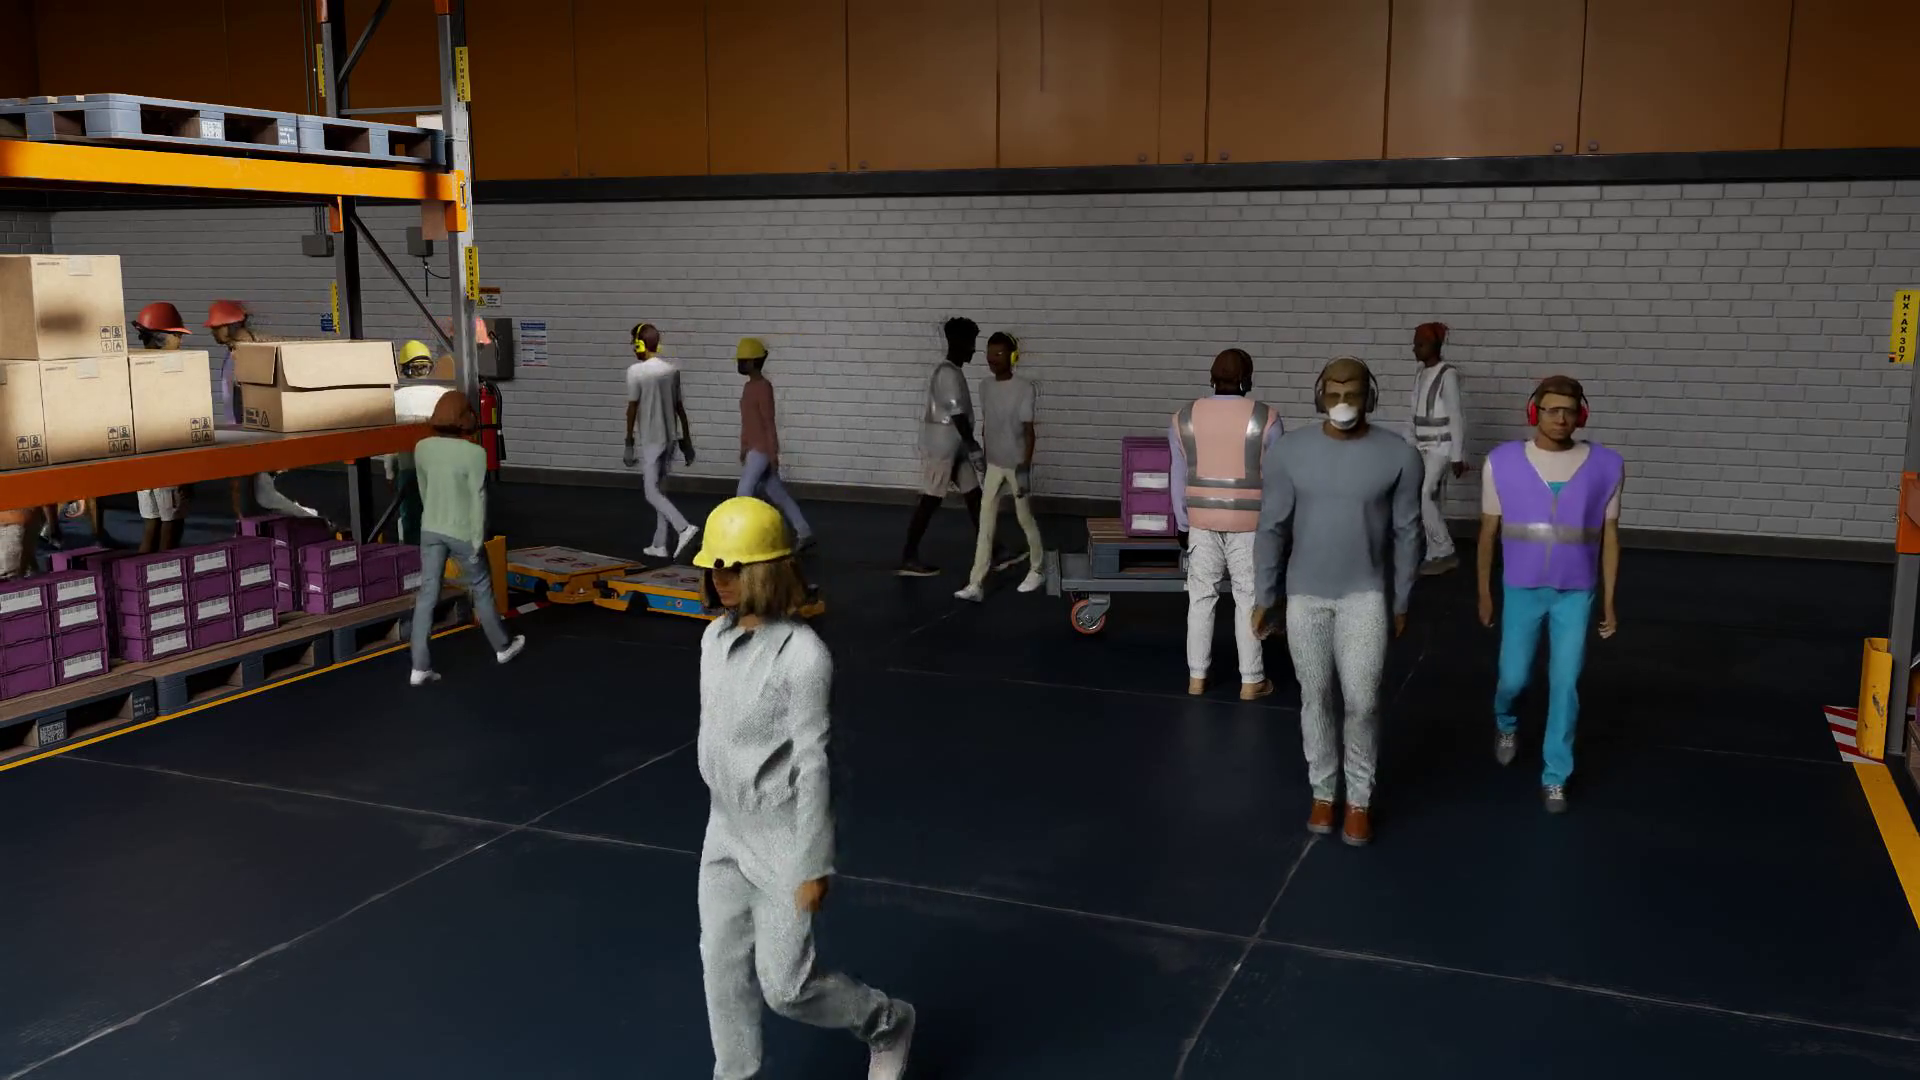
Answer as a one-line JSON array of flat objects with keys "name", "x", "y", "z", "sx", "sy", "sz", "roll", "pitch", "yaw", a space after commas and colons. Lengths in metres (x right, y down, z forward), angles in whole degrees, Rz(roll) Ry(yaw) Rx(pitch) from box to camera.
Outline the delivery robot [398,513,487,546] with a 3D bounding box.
[{"name": "delivery robot", "x": -3.787, "y": -0.050, "z": 12.151, "sx": 0.707, "sy": 0.478, "sz": 0.477, "roll": 7, "pitch": 12, "yaw": 38}]

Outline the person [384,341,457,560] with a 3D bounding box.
[{"name": "person", "x": -3.708, "y": -0.488, "z": 11.465, "sx": 0.533, "sy": 1.760, "sz": 0.342, "roll": -7, "pitch": 12, "yaw": -35}]

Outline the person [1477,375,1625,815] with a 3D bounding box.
[{"name": "person", "x": 2.492, "y": 0.204, "z": 7.069, "sx": 0.574, "sy": 1.830, "sz": 0.595, "roll": 2, "pitch": 10, "yaw": 13}]

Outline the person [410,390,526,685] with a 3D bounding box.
[{"name": "person", "x": -2.771, "y": -0.030, "z": 9.189, "sx": 0.525, "sy": 1.587, "sz": 0.865, "roll": 3, "pitch": 10, "yaw": 19}]

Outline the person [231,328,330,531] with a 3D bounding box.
[{"name": "person", "x": -5.190, "y": -0.687, "z": 12.501, "sx": 0.532, "sy": 1.823, "sz": 0.682, "roll": 9, "pitch": 13, "yaw": 43}]

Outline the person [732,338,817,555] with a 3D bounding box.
[{"name": "person", "x": -1.523, "y": -0.704, "z": 12.887, "sx": 0.896, "sy": 1.722, "sz": 0.555, "roll": -3, "pitch": 10, "yaw": -18}]

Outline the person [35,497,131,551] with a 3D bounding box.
[{"name": "person", "x": -6.852, "y": -0.816, "z": 12.926, "sx": 0.564, "sy": 1.925, "sz": 0.589, "roll": 6, "pitch": 11, "yaw": 33}]

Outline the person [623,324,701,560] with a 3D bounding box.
[{"name": "person", "x": -2.239, "y": -0.736, "z": 12.764, "sx": 0.761, "sy": 1.833, "sz": 0.556, "roll": 8, "pitch": 12, "yaw": 40}]

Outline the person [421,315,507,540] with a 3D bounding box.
[{"name": "person", "x": -4.074, "y": -0.859, "z": 13.324, "sx": 0.864, "sy": 1.884, "sz": 0.623, "roll": -9, "pitch": 13, "yaw": -43}]

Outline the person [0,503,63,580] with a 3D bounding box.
[{"name": "person", "x": -5.480, "y": -0.087, "z": 9.516, "sx": 0.523, "sy": 1.600, "sz": 0.829, "roll": 3, "pitch": 10, "yaw": 20}]

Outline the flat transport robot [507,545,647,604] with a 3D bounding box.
[{"name": "flat transport robot", "x": -2.845, "y": 0.225, "z": 11.630, "sx": 1.431, "sy": 0.197, "sz": 0.652, "roll": 9, "pitch": 13, "yaw": 42}]

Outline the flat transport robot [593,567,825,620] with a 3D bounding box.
[{"name": "flat transport robot", "x": -1.640, "y": 0.359, "z": 10.815, "sx": 1.431, "sy": 0.197, "sz": 0.652, "roll": 6, "pitch": 11, "yaw": 33}]

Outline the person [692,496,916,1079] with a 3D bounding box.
[{"name": "person", "x": -0.442, "y": 0.729, "z": 4.202, "sx": 0.614, "sy": 1.725, "sz": 0.486, "roll": -9, "pitch": 13, "yaw": -43}]

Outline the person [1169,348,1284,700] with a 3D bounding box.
[{"name": "person", "x": 1.415, "y": -0.081, "z": 8.737, "sx": 0.627, "sy": 1.844, "sz": 0.429, "roll": 4, "pitch": 10, "yaw": 24}]

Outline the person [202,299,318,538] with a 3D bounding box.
[{"name": "person", "x": -5.493, "y": -0.863, "z": 12.960, "sx": 0.702, "sy": 2.017, "sz": 0.605, "roll": -6, "pitch": 11, "yaw": -30}]

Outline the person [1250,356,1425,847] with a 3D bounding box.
[{"name": "person", "x": 1.463, "y": 0.246, "z": 6.526, "sx": 0.638, "sy": 1.919, "sz": 0.605, "roll": 3, "pitch": 10, "yaw": 19}]

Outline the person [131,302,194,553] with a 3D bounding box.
[{"name": "person", "x": -5.022, "y": -0.478, "z": 10.539, "sx": 0.614, "sy": 2.039, "sz": 0.394, "roll": 8, "pitch": 12, "yaw": 40}]

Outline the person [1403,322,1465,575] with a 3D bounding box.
[{"name": "person", "x": 3.440, "y": -0.648, "z": 12.104, "sx": 0.413, "sy": 1.865, "sz": 0.619, "roll": -1, "pitch": 9, "yaw": -5}]

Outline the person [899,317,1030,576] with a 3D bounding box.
[{"name": "person", "x": 0.011, "y": -0.667, "z": 12.119, "sx": 1.008, "sy": 1.895, "sz": 0.595, "roll": 1, "pitch": 9, "yaw": 6}]

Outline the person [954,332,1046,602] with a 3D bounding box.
[{"name": "person", "x": 0.321, "y": -0.497, "z": 11.323, "sx": 0.547, "sy": 1.828, "sz": 0.963, "roll": 7, "pitch": 12, "yaw": 36}]
